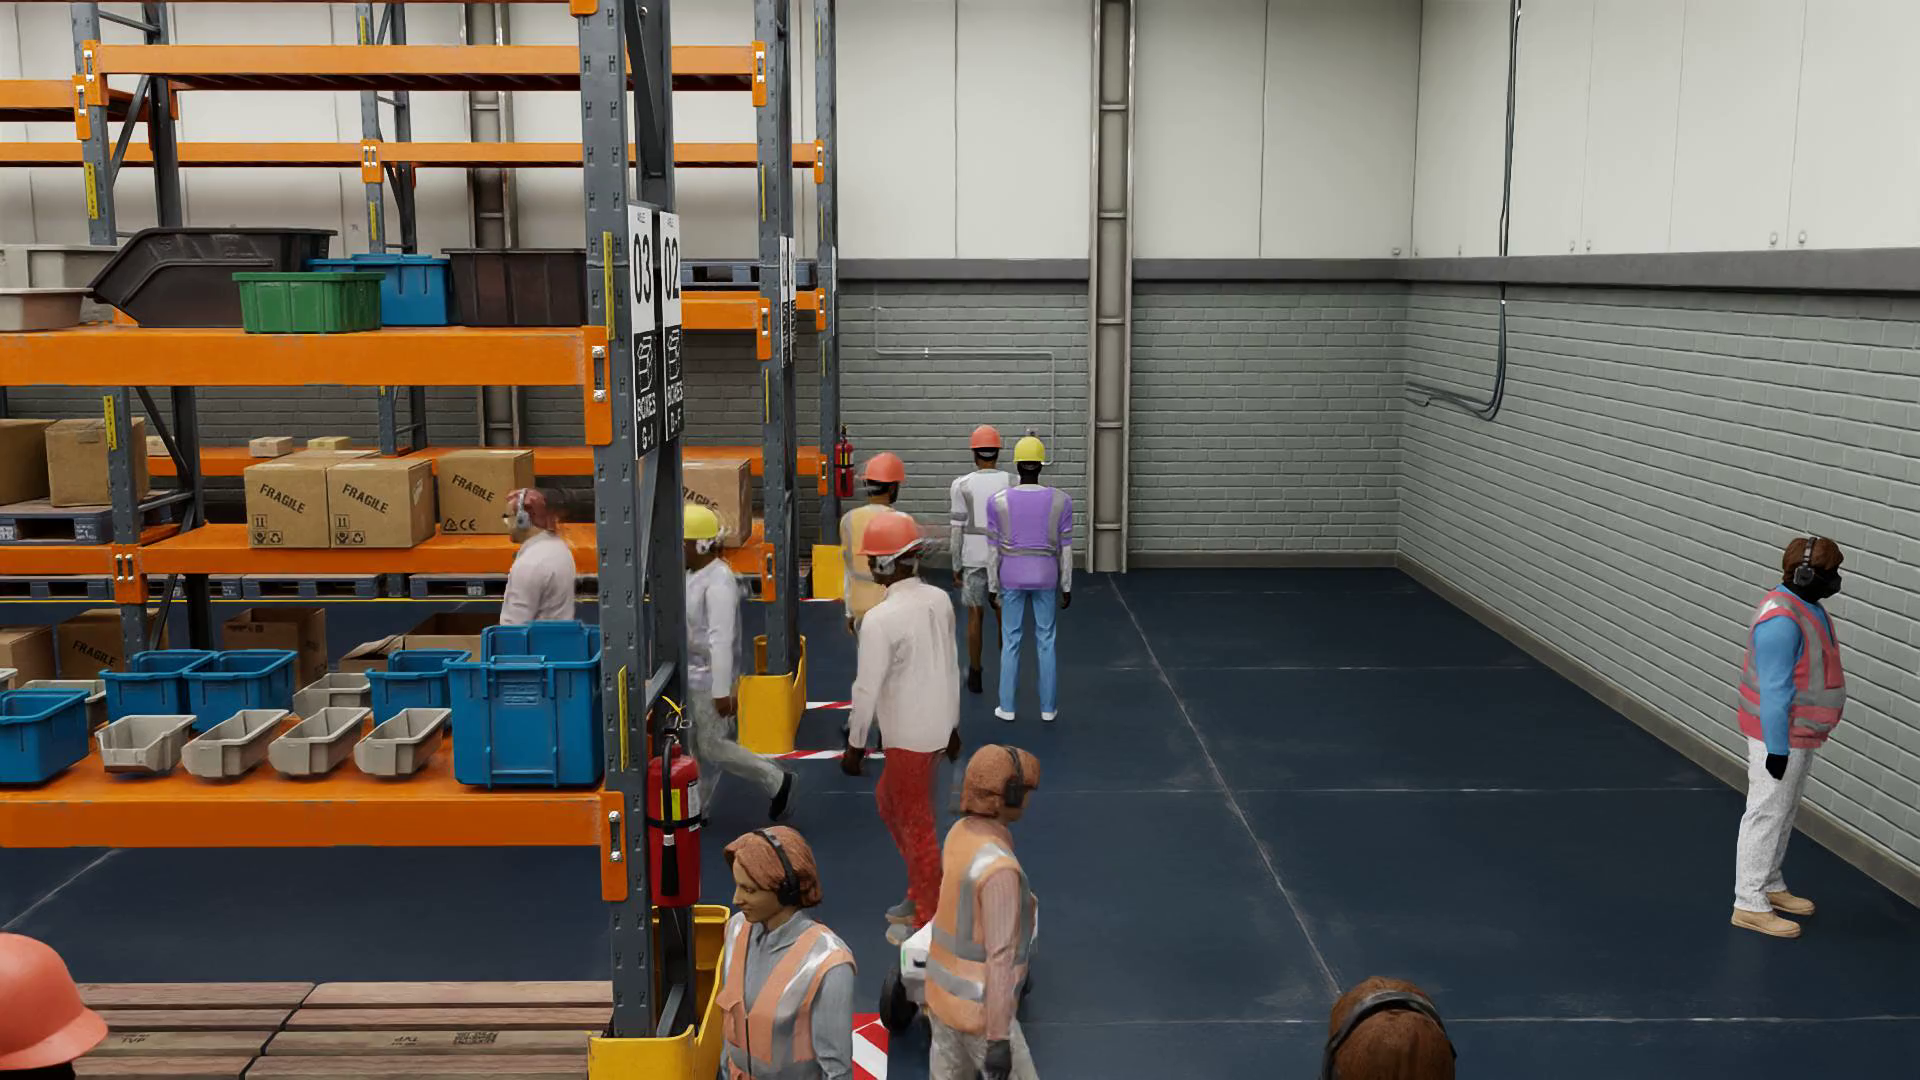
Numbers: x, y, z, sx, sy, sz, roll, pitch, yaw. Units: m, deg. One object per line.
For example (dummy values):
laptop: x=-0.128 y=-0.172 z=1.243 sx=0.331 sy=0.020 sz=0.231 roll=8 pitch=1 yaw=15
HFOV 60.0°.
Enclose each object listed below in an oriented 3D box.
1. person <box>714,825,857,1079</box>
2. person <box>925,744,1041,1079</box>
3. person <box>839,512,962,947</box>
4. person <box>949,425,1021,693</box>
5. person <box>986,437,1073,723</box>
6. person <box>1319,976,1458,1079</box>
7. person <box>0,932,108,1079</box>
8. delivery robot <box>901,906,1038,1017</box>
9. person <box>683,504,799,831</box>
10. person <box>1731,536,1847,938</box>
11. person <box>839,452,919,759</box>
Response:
person: x=-0.445 y=1.526 z=4.326 sx=0.318 sy=1.631 sz=0.524 roll=-8 pitch=13 yaw=-42
person: x=0.135 y=1.413 z=5.061 sx=0.721 sy=1.600 sz=0.577 roll=-2 pitch=10 yaw=-14
person: x=-0.258 y=0.855 z=7.387 sx=0.545 sy=1.967 sz=0.605 roll=4 pitch=10 yaw=24
person: x=0.194 y=0.137 z=11.977 sx=0.546 sy=1.920 sz=0.420 roll=-1 pitch=9 yaw=-5
person: x=0.464 y=0.267 z=11.164 sx=0.584 sy=1.918 sz=0.390 roll=0 pitch=9 yaw=0
person: x=0.728 y=1.649 z=2.916 sx=0.632 sy=1.846 sz=0.429 roll=2 pitch=10 yaw=14
person: x=-1.540 y=1.601 z=2.748 sx=0.392 sy=1.995 sz=0.612 roll=0 pitch=9 yaw=2
delivery robot: x=0.048 y=1.624 z=6.722 sx=0.477 sy=0.478 sz=0.707 roll=4 pitch=10 yaw=24
person: x=-1.285 y=0.698 z=8.866 sx=0.718 sy=1.809 sz=0.600 roll=-4 pitch=10 yaw=-23
person: x=3.814 y=0.887 z=7.644 sx=0.431 sy=1.835 sz=0.623 roll=7 pitch=12 yaw=37
person: x=-0.523 y=0.424 z=10.207 sx=0.557 sy=1.916 sz=0.696 roll=6 pitch=11 yaw=32
